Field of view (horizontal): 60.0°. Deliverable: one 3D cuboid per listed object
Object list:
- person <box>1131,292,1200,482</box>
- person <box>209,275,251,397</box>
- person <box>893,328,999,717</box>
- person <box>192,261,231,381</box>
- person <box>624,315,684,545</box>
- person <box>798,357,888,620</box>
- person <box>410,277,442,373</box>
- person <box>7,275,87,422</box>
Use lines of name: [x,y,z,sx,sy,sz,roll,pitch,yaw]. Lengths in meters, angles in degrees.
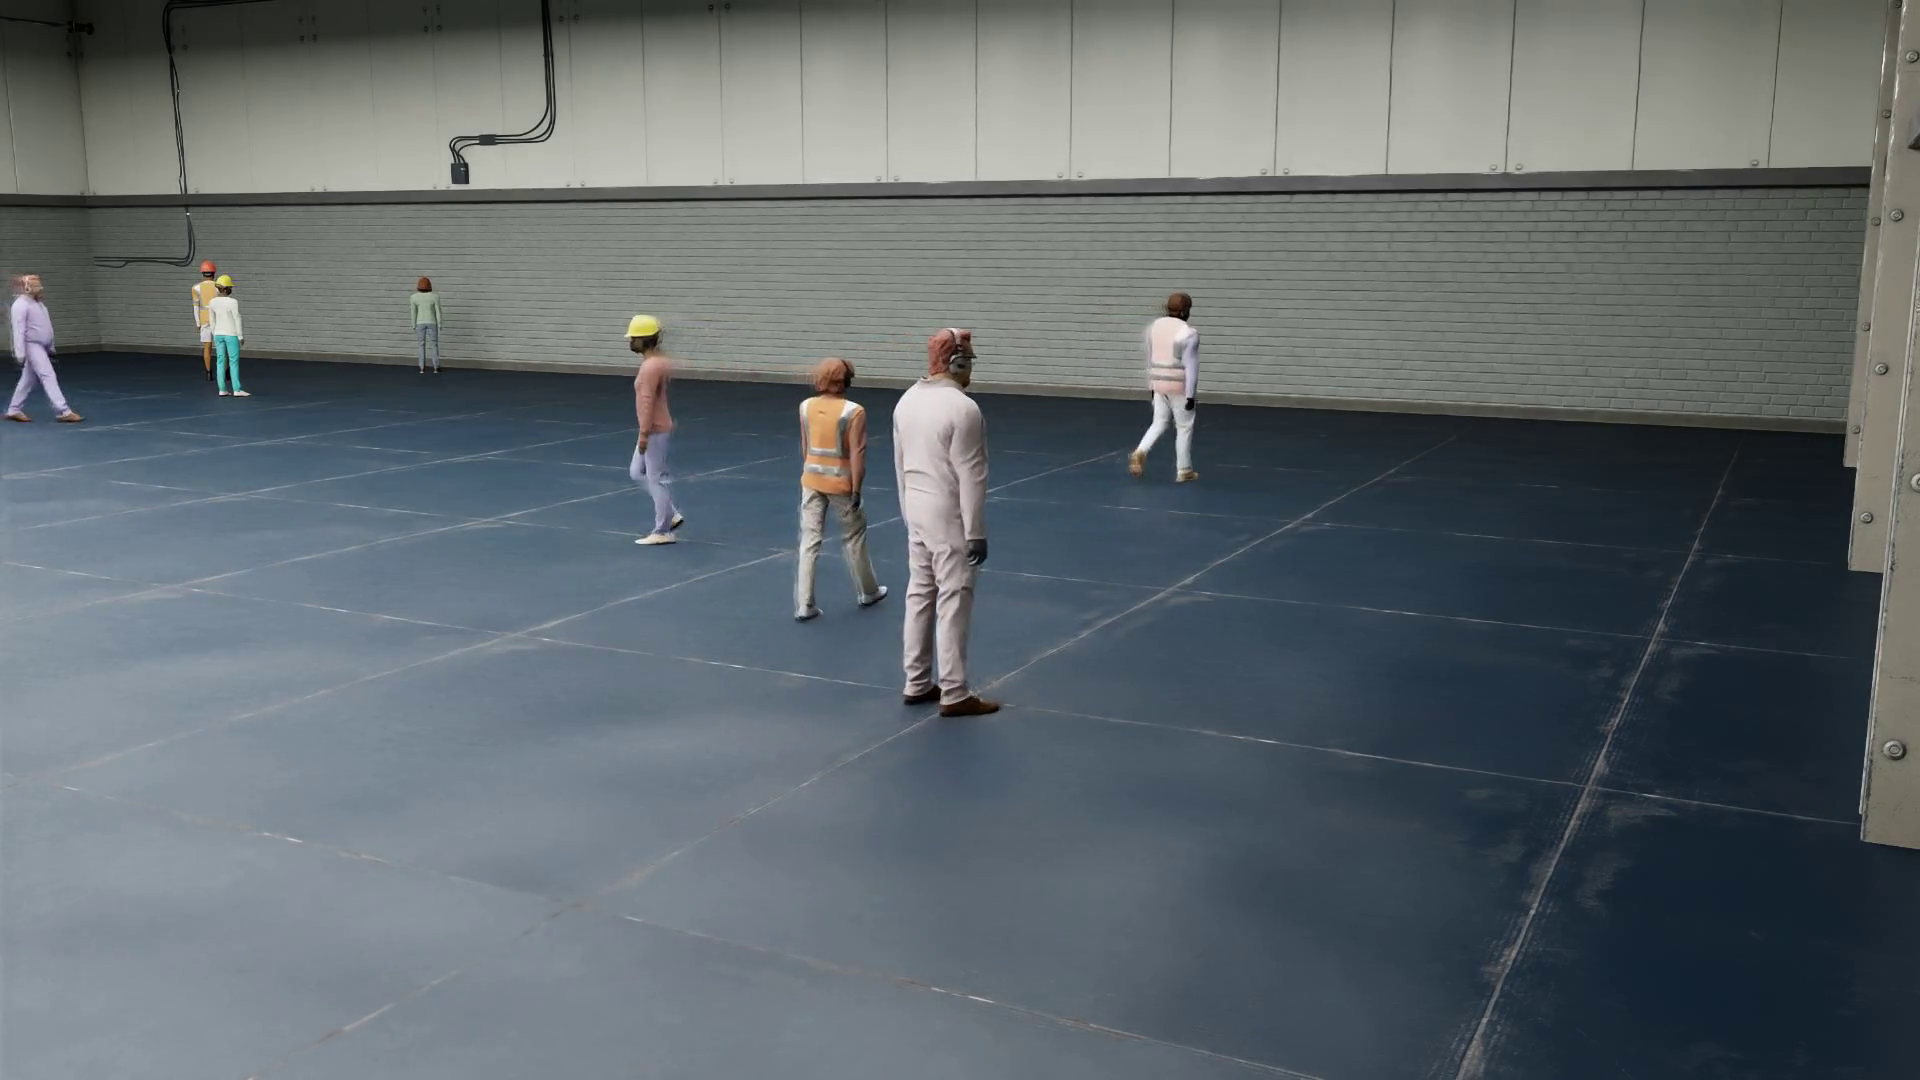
person: [1.985,-1.433,15.771,0.724,1.820,0.635,-10,14,-42]
person: [-10.687,-2.969,24.281,0.523,1.769,0.317,3,11,17]
person: [-0.053,-0.089,8.203,0.403,1.904,0.651,-7,12,-33]
person: [-12.090,-3.539,26.915,0.545,1.942,0.349,-3,11,-15]
person: [-2.356,-0.823,12.590,0.363,1.751,0.548,-1,10,-7]
person: [-0.752,-0.330,10.342,0.530,1.603,0.831,5,12,27]
person: [-9.143,-3.682,28.524,0.507,1.636,0.273,-1,10,-8]
person: [-11.600,-2.391,20.898,0.980,1.860,0.659,-2,11,-9]
